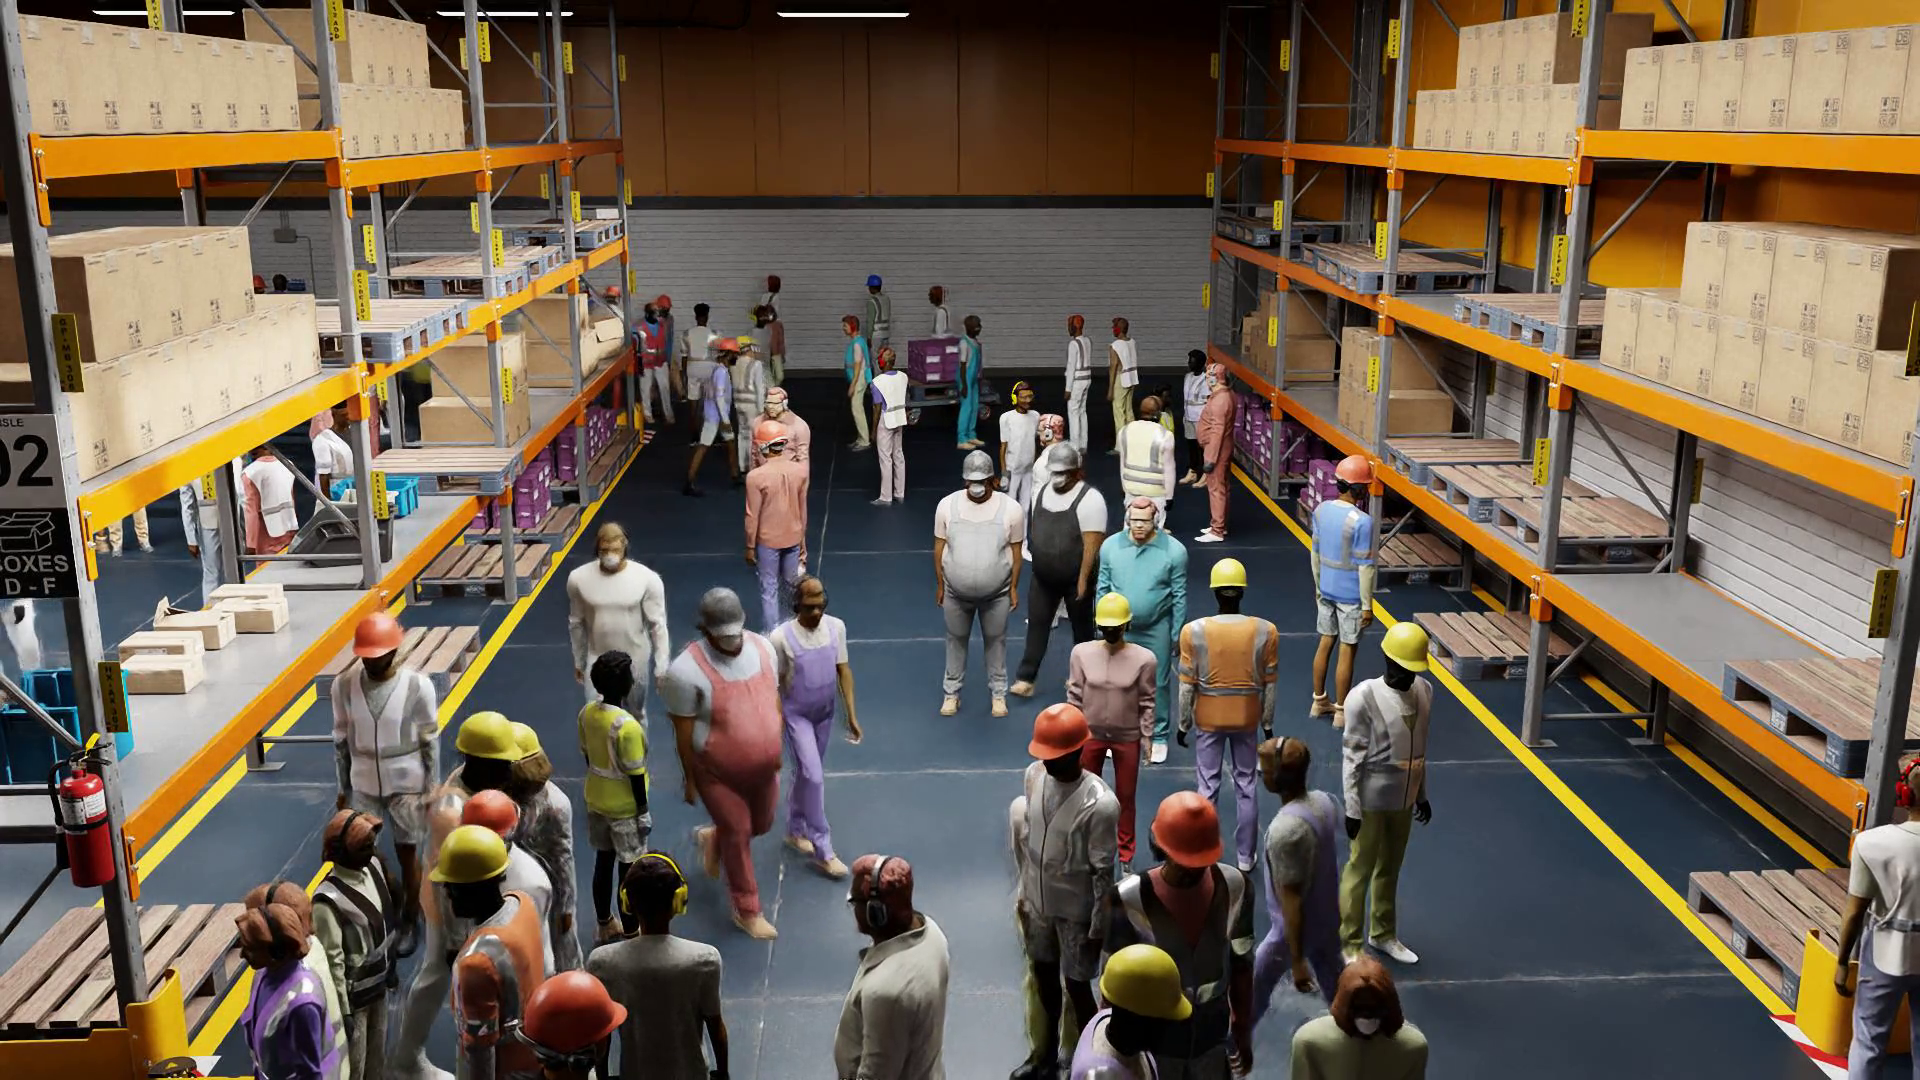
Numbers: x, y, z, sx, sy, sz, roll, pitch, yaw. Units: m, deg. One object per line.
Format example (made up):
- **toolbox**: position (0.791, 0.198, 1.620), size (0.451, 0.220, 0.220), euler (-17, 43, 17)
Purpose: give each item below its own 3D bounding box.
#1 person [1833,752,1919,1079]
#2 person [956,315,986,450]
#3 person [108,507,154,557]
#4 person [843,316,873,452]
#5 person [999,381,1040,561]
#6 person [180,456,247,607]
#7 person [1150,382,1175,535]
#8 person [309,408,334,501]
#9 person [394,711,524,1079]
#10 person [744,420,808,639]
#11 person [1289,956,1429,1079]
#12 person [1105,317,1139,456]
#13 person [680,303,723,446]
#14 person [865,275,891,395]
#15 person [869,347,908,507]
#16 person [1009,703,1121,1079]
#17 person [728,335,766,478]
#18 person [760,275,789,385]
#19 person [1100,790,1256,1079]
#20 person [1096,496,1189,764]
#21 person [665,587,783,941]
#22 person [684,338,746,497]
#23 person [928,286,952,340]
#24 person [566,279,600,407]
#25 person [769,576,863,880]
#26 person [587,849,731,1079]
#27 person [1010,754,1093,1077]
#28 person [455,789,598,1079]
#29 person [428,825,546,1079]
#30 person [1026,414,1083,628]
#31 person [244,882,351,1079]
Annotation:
- **person**: position (4.022, 1.805, 7.050), size (0.574, 1.833, 0.386), euler (2, 14, 8)
- **person**: position (0.133, -2.139, 22.524), size (0.344, 1.836, 0.513), euler (5, 15, 20)
- **person**: position (-8.584, -0.702, 17.070), size (0.574, 1.745, 0.358), euler (-9, 17, -33)
- **person**: position (-1.375, -2.110, 22.428), size (0.388, 1.830, 0.578), euler (-2, 14, -9)
- **person**: position (0.615, -0.676, 16.711), size (0.520, 1.873, 0.333), euler (-11, 18, -36)
- **person**: position (-6.406, -0.089, 14.342), size (0.398, 1.909, 0.600), euler (9, 17, 31)
- **person**: position (2.105, -0.849, 17.737), size (0.322, 1.697, 0.534), euler (9, 17, 32)
- **person**: position (-7.201, -1.170, 18.864), size (0.329, 1.765, 0.526), euler (-3, 15, -12)
- **person**: position (-2.218, 1.657, 7.589), size (0.946, 1.851, 0.606), euler (1, 14, 4)
- **person**: position (-1.539, -0.009, 13.874), size (0.614, 1.987, 0.408), euler (-14, 20, -43)
- **person**: position (1.405, 2.187, 6.012), size (0.497, 1.591, 0.782), euler (1, 14, 3)
- **person**: position (2.170, -2.032, 22.117), size (0.386, 1.835, 0.568), euler (11, 18, 37)
- **person**: position (-3.520, -2.270, 22.813), size (0.608, 1.953, 0.407), euler (2, 14, 9)
- **person**: position (-1.345, -3.327, 26.989), size (0.415, 1.939, 0.599), euler (7, 16, 27)
- **person**: position (-0.817, -1.302, 19.216), size (0.389, 1.846, 0.567), euler (11, 18, 36)
- **person**: position (0.457, 1.641, 7.517), size (0.389, 1.925, 0.550), euler (-12, 19, -40)
- **person**: position (-2.569, -1.625, 20.633), size (0.740, 1.787, 0.407), euler (13, 19, 42)
- **person**: position (-3.102, -3.470, 27.666), size (0.416, 1.872, 0.604), euler (-10, 17, -33)
- **person**: position (0.840, 1.891, 6.320), size (0.613, 2.033, 0.411), euler (-4, 15, -14)
- **person**: position (1.253, 0.620, 11.576), size (0.648, 1.899, 0.400), euler (5, 15, 18)
- **person**: position (-1.303, 1.150, 9.205), size (0.688, 2.000, 0.789), euler (-13, 19, -41)
- **person**: position (-2.916, -1.458, 19.843), size (0.880, 1.865, 0.604), euler (-1, 14, -3)
- **person**: position (-0.322, -3.043, 26.000), size (0.423, 1.866, 0.601), euler (1, 14, 2)
- **person**: position (-5.781, -2.973, 25.391), size (0.688, 2.000, 0.536), euler (11, 18, 36)
- **person**: position (-0.835, 1.095, 9.877), size (0.494, 1.803, 0.833), euler (-12, 19, -39)
- **person**: position (-1.090, 2.026, 6.120), size (0.520, 1.865, 0.328), euler (-1, 14, -4)
- **person**: position (0.455, 1.729, 7.785), size (0.496, 1.612, 0.400), euler (7, 16, 27)
- **person**: position (-1.922, 1.845, 7.149), size (0.557, 1.706, 0.849), euler (11, 18, 36)
- **person**: position (-1.735, 1.968, 6.249), size (0.399, 1.919, 0.582), euler (1, 14, 5)
- **person**: position (0.814, -0.173, 14.686), size (0.400, 1.901, 0.646), euler (9, 17, 33)
- **person**: position (-2.525, 2.075, 6.408), size (0.344, 1.623, 0.534), euler (-5, 15, -17)
